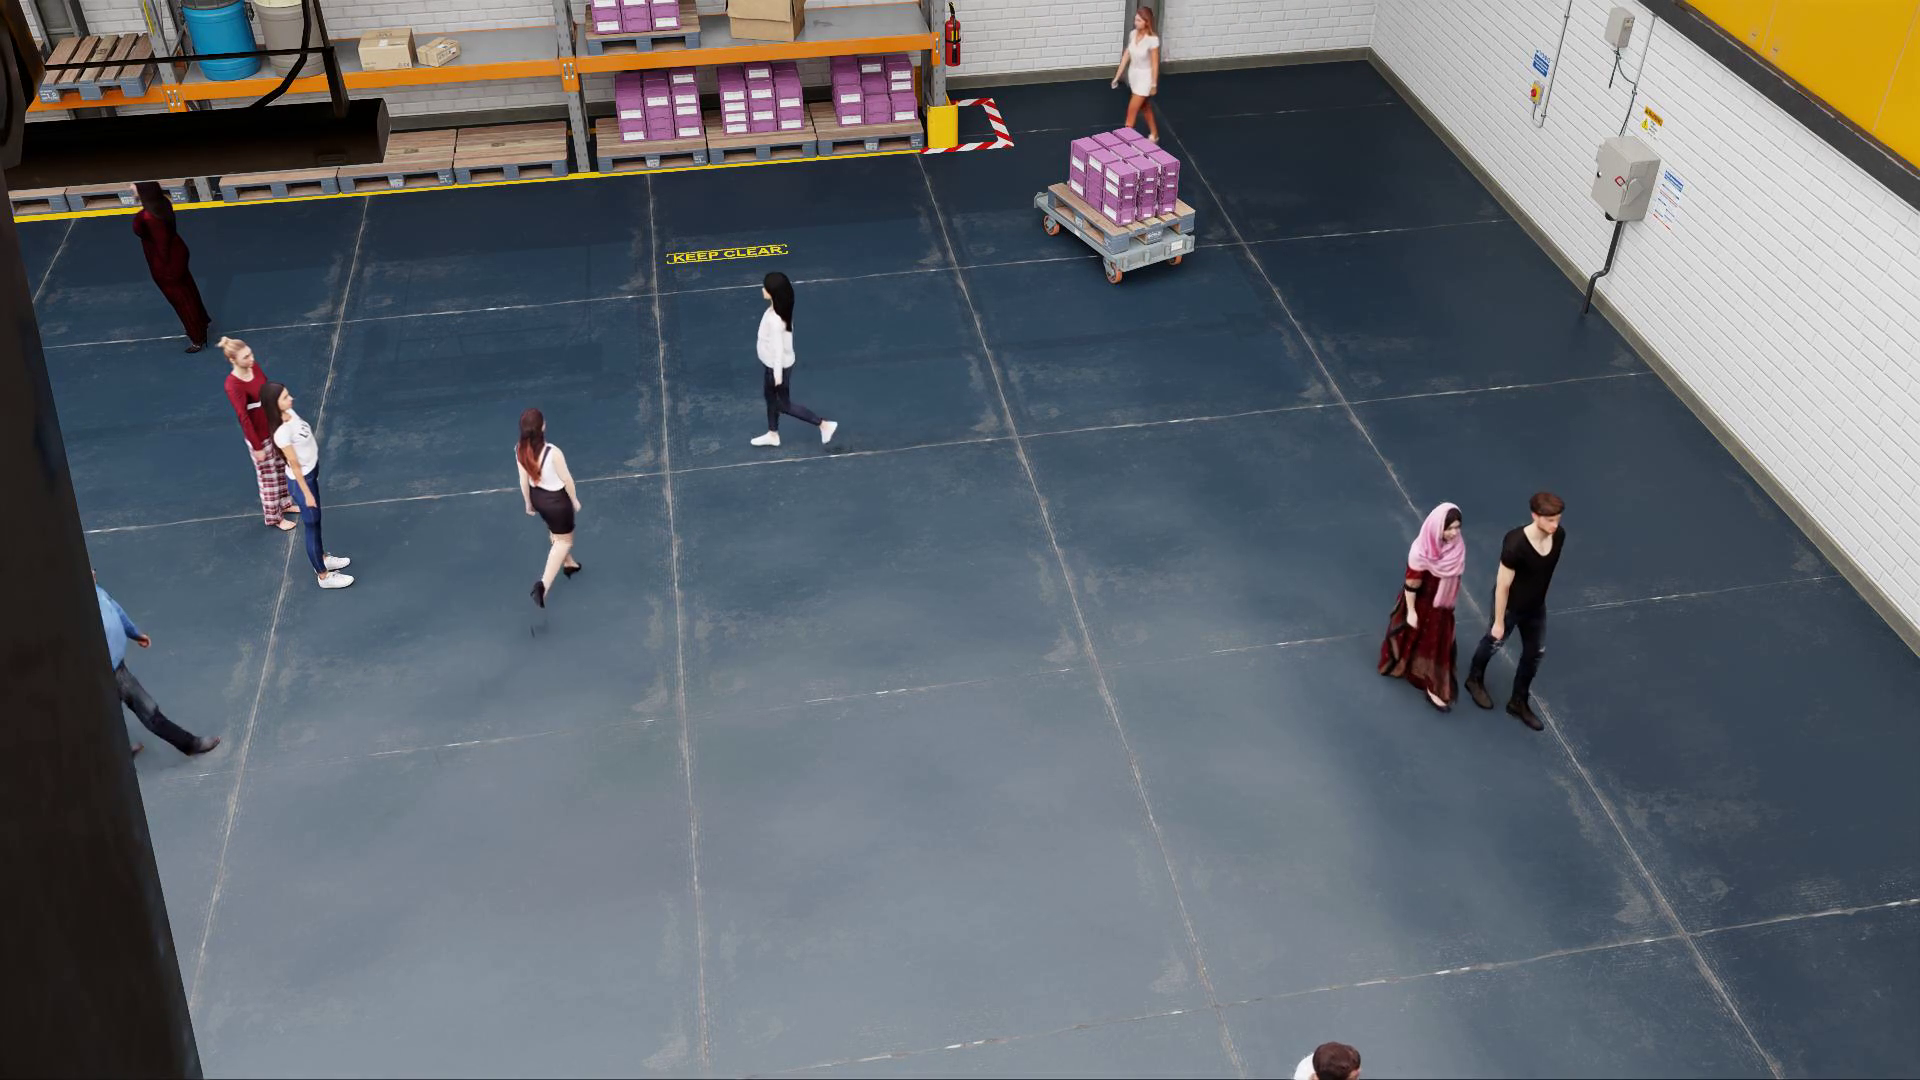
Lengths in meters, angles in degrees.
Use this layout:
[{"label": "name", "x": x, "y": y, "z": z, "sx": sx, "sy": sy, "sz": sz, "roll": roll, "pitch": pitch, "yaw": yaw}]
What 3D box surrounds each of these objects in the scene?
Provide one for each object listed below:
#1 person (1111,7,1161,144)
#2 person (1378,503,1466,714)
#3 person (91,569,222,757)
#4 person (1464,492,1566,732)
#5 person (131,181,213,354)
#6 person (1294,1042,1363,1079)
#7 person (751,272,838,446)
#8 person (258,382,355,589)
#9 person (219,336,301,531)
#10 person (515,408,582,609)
[{"label": "person", "x": 2.060, "y": -5.065, "z": 18.334, "sx": 1.187, "sy": 1.647, "sz": 0.901, "roll": -23, "pitch": 44, "yaw": -26}, {"label": "person", "x": 3.188, "y": 0.392, "z": 11.535, "sx": 0.949, "sy": 1.605, "sz": 0.808, "roll": -14, "pitch": 41, "yaw": -17}, {"label": "person", "x": -5.690, "y": 0.802, "z": 10.882, "sx": 1.071, "sy": 1.780, "sz": 0.721, "roll": -10, "pitch": 40, "yaw": -12}, {"label": "person", "x": 3.740, "y": 0.382, "z": 11.330, "sx": 0.892, "sy": 1.876, "sz": 0.869, "roll": -15, "pitch": 41, "yaw": -18}, {"label": "person", "x": -7.161, "y": -2.541, "z": 15.086, "sx": 0.638, "sy": 1.757, "sz": 0.690, "roll": -12, "pitch": 40, "yaw": -14}, {"label": "person", "x": 1.655, "y": 3.019, "z": 8.050, "sx": 0.680, "sy": 1.849, "sz": 0.730, "roll": 5, "pitch": 39, "yaw": 6}, {"label": "person", "x": -1.415, "y": -1.456, "z": 13.789, "sx": 1.018, "sy": 1.681, "sz": 0.712, "roll": -1, "pitch": 39, "yaw": -1}, {"label": "person", "x": -4.910, "y": -0.417, "z": 12.411, "sx": 0.552, "sy": 1.775, "sz": 0.610, "roll": -11, "pitch": 40, "yaw": -13}, {"label": "person", "x": -5.463, "y": -0.855, "z": 13.021, "sx": 0.592, "sy": 1.700, "sz": 0.672, "roll": 3, "pitch": 39, "yaw": 3}, {"label": "person", "x": -3.049, "y": -0.210, "z": 12.272, "sx": 0.993, "sy": 1.626, "sz": 0.913, "roll": 11, "pitch": 40, "yaw": 14}]
